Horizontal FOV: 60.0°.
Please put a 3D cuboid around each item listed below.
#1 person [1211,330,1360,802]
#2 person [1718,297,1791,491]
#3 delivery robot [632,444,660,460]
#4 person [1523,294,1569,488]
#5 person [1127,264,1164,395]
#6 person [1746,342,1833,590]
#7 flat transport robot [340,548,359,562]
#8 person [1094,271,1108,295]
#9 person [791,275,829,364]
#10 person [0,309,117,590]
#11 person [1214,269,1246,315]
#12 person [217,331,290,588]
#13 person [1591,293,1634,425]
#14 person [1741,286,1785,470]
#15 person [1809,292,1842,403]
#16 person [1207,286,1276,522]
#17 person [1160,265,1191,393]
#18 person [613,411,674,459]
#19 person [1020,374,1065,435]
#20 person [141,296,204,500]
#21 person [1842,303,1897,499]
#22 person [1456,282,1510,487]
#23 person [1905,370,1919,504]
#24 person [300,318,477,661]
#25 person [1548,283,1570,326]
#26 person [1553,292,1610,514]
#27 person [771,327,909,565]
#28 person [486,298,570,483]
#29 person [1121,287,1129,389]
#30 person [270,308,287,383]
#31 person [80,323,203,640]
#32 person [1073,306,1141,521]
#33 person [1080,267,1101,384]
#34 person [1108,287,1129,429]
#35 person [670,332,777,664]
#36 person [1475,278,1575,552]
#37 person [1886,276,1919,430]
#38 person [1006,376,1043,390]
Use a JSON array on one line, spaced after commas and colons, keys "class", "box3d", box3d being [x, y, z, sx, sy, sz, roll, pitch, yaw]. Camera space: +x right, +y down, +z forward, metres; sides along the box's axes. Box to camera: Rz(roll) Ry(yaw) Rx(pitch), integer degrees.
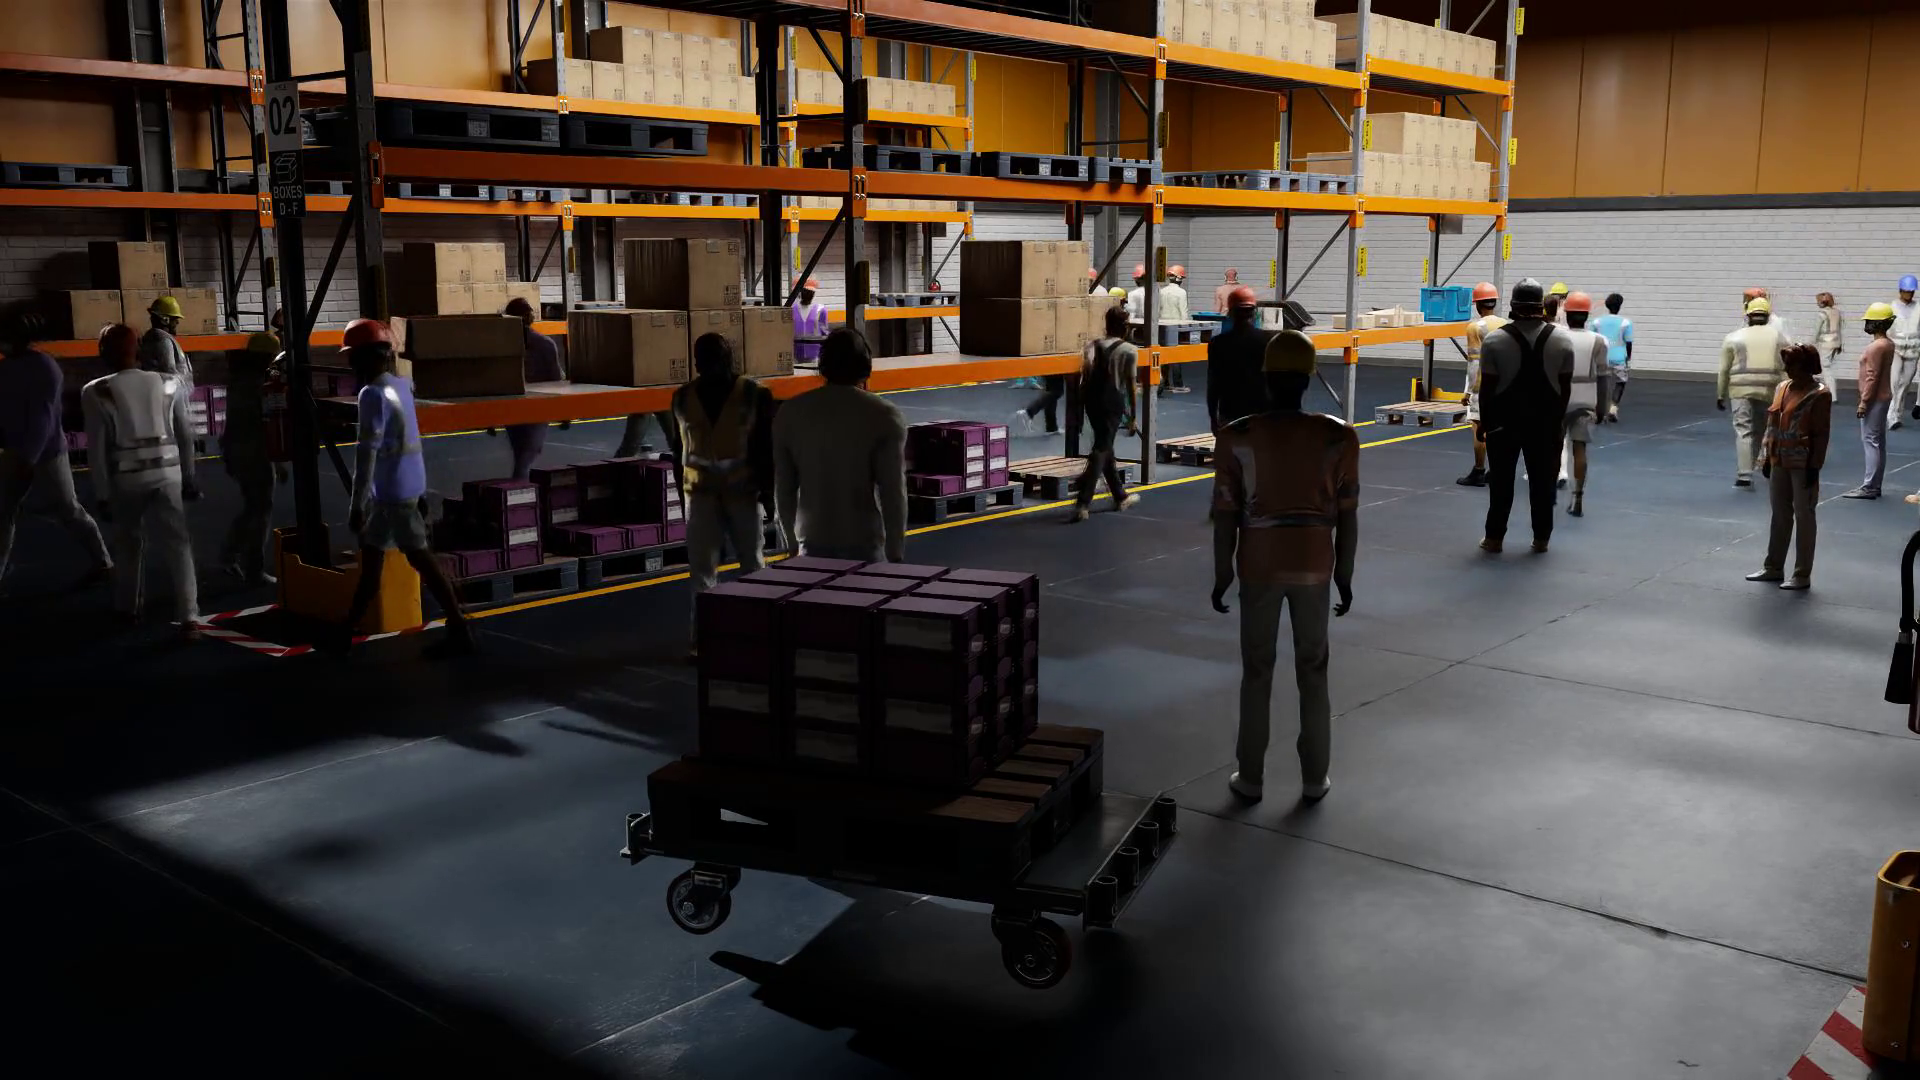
[{"class": "person", "box3d": [1.315, 0.115, 6.773, 0.585, 1.928, 0.370, 1, 10, 5]}, {"class": "person", "box3d": [7.462, -1.384, 15.693, 0.577, 1.777, 0.902, 2, 10, 9]}, {"class": "delivery robot", "box3d": [-2.702, -0.584, 14.395, 0.477, 0.478, 0.707, 6, 12, 30]}, {"class": "person", "box3d": [5.589, -1.409, 15.763, 0.485, 1.829, 0.864, 0, 10, 1]}, {"class": "person", "box3d": [2.852, -3.188, 25.359, 0.620, 2.012, 0.876, -3, 10, -16]}, {"class": "person", "box3d": [5.546, -0.493, 11.060, 0.310, 1.640, 0.514, -2, 10, -12]}, {"class": "flat transport robot", "box3d": [-3.717, -0.008, 12.186, 0.652, 0.197, 1.431, 8, 13, 39]}, {"class": "person", "box3d": [2.171, -3.558, 27.742, 0.406, 1.910, 0.639, 10, 14, 44]}, {"class": "person", "box3d": [-1.880, -2.252, 20.294, 0.583, 1.916, 0.352, 0, 10, 0]}, {"class": "person", "box3d": [-5.970, -0.545, 10.722, 0.618, 1.882, 1.024, 4, 11, 24]}, {"class": "person", "box3d": [4.666, -3.721, 28.700, 0.638, 1.901, 0.402, -2, 10, -10]}, {"class": "person", "box3d": [-4.691, -0.537, 11.114, 0.516, 1.707, 0.471, 6, 12, 33]}, {"class": "person", "box3d": [8.292, -2.300, 21.199, 0.548, 1.682, 0.367, 6, 12, 30]}, {"class": "person", "box3d": [8.121, -1.629, 16.899, 0.456, 1.857, 0.607, -1, 10, -5]}, {"class": "person", "box3d": [12.657, -2.816, 24.348, 0.543, 1.613, 0.524, -6, 12, -30]}, {"class": "person", "box3d": [2.273, -1.056, 13.381, 0.619, 1.970, 0.795, 0, 10, 0]}, {"class": "person", "box3d": [3.358, -3.299, 26.032, 0.383, 1.992, 0.609, -7, 12, -36]}, {"class": "person", "box3d": [-2.669, -1.207, 14.448, 0.556, 1.894, 0.802, 9, 14, 43]}, {"class": "person", "box3d": [1.017, -2.175, 19.897, 0.634, 1.902, 0.617, -4, 11, -21]}, {"class": "person", "box3d": [-7.088, -1.265, 14.926, 0.403, 1.825, 0.586, -8, 13, -40]}, {"class": "person", "box3d": [8.222, -1.248, 14.994, 0.310, 1.769, 0.523, 9, 13, 41]}, {"class": "person", "box3d": [4.962, -1.469, 15.781, 0.543, 1.932, 0.376, -6, 12, -31]}, {"class": "person", "box3d": [8.649, -1.216, 14.618, 0.621, 1.838, 0.429, -3, 10, -15]}, {"class": "person", "box3d": [-3.143, -0.257, 9.069, 0.963, 1.869, 0.643, -1, 10, -7]}, {"class": "person", "box3d": [8.437, -2.743, 23.505, 0.322, 1.769, 0.523, 1, 10, 5]}, {"class": "person", "box3d": [5.270, -1.182, 14.292, 0.566, 1.886, 1.008, 2, 10, 13]}, {"class": "person", "box3d": [-0.534, 0.033, 7.294, 0.649, 1.918, 0.509, 2, 10, 10]}, {"class": "person", "box3d": [-3.607, -1.062, 13.753, 0.632, 1.856, 1.025, 2, 10, 13]}, {"class": "person", "box3d": [2.555, -3.187, 26.413, 0.507, 1.632, 0.268, 6, 11, 30]}, {"class": "person", "box3d": [-7.240, -1.687, 17.899, 0.497, 1.625, 0.280, 8, 13, 37]}, {"class": "person", "box3d": [-4.719, -0.335, 9.649, 0.622, 1.834, 0.982, -9, 13, -41]}, {"class": "person", "box3d": [1.225, -1.059, 13.926, 0.514, 1.776, 1.042, 8, 13, 38]}, {"class": "person", "box3d": [1.942, -3.027, 24.562, 0.658, 1.956, 0.931, 6, 12, 30]}, {"class": "person", "box3d": [1.967, -2.275, 20.841, 0.328, 1.767, 0.532, 1, 10, 3]}, {"class": "person", "box3d": [-1.307, -0.267, 9.323, 0.630, 1.807, 0.936, 1, 10, 6]}, {"class": "person", "box3d": [4.161, -0.925, 12.372, 0.674, 2.000, 0.535, 1, 10, 3]}, {"class": "person", "box3d": [11.739, -2.313, 20.667, 0.614, 1.898, 0.968, 3, 10, 15]}, {"class": "person", "box3d": [1.067, -3.286, 26.519, 0.734, 1.807, 0.383, 4, 11, 23]}]
